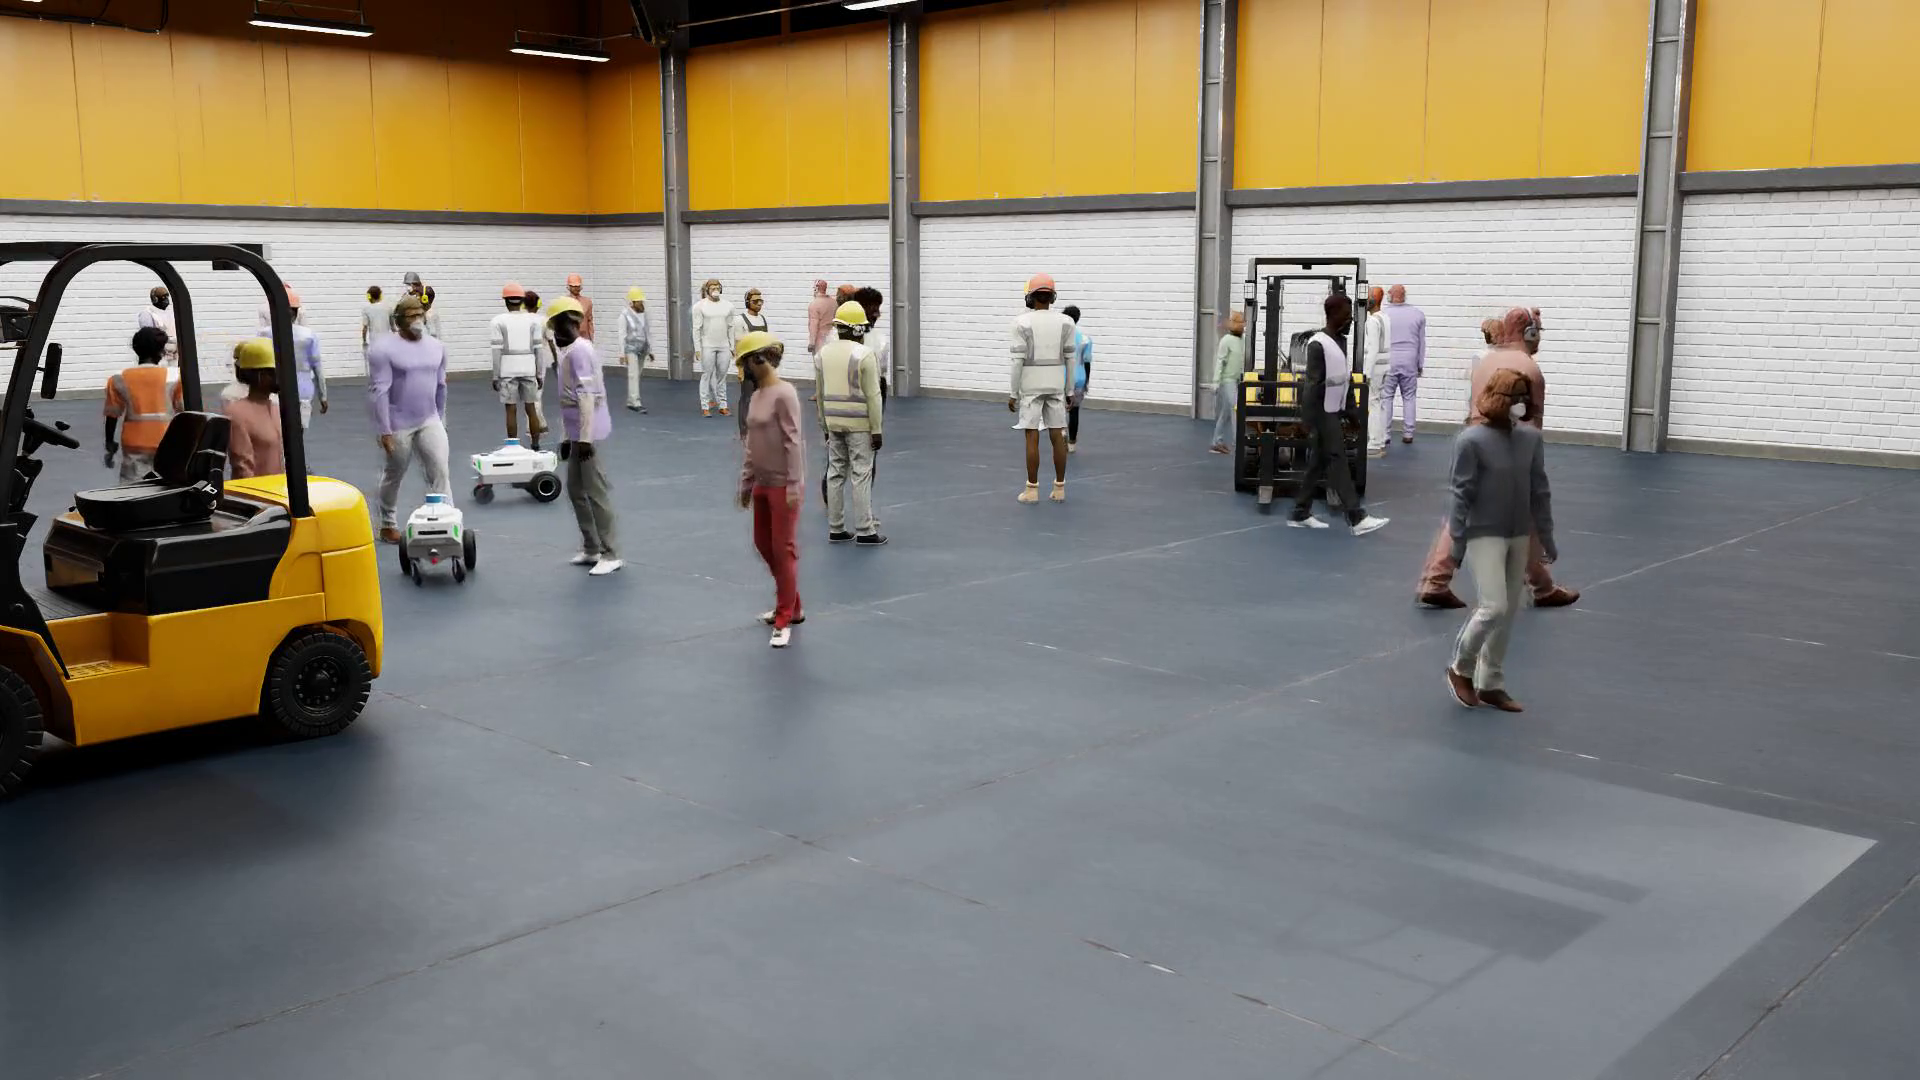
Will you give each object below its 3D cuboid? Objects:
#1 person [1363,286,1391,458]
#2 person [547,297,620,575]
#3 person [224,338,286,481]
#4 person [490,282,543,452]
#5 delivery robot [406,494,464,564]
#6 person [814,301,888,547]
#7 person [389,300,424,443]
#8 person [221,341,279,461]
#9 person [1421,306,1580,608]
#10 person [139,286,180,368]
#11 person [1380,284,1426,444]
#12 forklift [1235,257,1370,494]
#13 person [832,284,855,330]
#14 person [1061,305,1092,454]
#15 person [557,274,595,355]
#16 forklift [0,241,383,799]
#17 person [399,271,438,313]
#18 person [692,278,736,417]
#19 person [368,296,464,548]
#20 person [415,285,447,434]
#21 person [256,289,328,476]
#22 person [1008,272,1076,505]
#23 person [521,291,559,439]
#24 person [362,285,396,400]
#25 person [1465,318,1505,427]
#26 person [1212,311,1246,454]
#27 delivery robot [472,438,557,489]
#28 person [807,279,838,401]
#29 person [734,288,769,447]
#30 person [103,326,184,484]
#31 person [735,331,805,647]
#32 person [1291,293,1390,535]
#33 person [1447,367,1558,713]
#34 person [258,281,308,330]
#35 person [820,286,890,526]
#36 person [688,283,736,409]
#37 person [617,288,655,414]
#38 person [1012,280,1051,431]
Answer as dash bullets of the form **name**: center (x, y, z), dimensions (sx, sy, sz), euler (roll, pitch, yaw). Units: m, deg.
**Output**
- **person**: center (4.553, -1.843, 18.291), dimensions (0.337, 1.883, 0.584), euler (5, 10, 27)
- **person**: center (-2.582, -0.714, 11.402), dimensions (0.407, 1.878, 0.689), euler (-3, 10, -18)
- **person**: center (-3.604, -0.176, 8.573), dimensions (0.921, 1.723, 0.519), euler (2, 10, 14)
- **person**: center (-4.758, -1.796, 17.850), dimensions (0.551, 1.932, 0.378), euler (-5, 11, -30)
- **delivery robot**: center (-3.522, -0.068, 11.164), dimensions (0.477, 0.478, 0.707), euler (-2, 10, -15)
- **person**: center (-0.803, -0.862, 12.431), dimensions (0.588, 1.833, 0.404), euler (7, 12, 36)
- **person**: center (-6.456, -1.979, 19.662), dimensions (0.519, 1.702, 0.448), euler (8, 12, 41)
- **person**: center (-4.650, -0.524, 11.030), dimensions (0.489, 1.605, 0.531), euler (5, 11, 30)
- **person**: center (3.286, -0.486, 10.101), dimensions (1.016, 1.851, 0.653), euler (-2, 10, -14)
- **person**: center (-10.482, -2.409, 21.895), dimensions (0.429, 1.841, 0.634), euler (1, 9, 8)
- **person**: center (5.167, -2.078, 19.733), dimensions (0.666, 1.888, 0.397), euler (1, 9, 4)
- **forklift**: center (3.309, -1.629, 16.029), dimensions (1.214, 2.155, 2.313), euler (2, 9, 11)
- **person**: center (-1.370, -2.148, 20.168), dimensions (0.351, 1.882, 0.582), euler (-6, 11, -34)
- **person**: center (1.204, -1.760, 18.405), dimensions (0.530, 1.676, 0.685), euler (0, 9, -2)
- **person**: center (-6.012, -3.164, 26.050), dimensions (0.616, 1.993, 0.395), euler (-6, 11, -34)
- **forklift**: center (-3.706, -0.171, 7.093), dimensions (1.214, 2.155, 2.313), euler (9, 13, 43)
- **person**: center (-8.896, -3.363, 27.133), dimensions (0.688, 2.000, 0.536), euler (2, 10, 15)
- **person**: center (-3.434, -2.687, 23.296), dimensions (0.637, 1.938, 0.357), euler (-6, 11, -32)
- **person**: center (-4.046, -0.856, 12.284), dimensions (1.055, 1.878, 0.634), euler (9, 13, 44)
- **person**: center (-6.564, -2.217, 20.629), dimensions (0.311, 1.869, 0.530), euler (-3, 10, -15)
- **person**: center (-6.124, -1.358, 15.296), dimensions (0.567, 1.881, 1.013), euler (-1, 9, -6)
- **person**: center (0.711, -1.332, 14.674), dimensions (0.615, 2.041, 0.392), euler (-3, 10, -18)
- **person**: center (-5.224, -2.153, 20.478), dimensions (0.548, 1.811, 1.032), euler (0, 9, 2)
- **person**: center (-8.983, -3.037, 25.815), dimensions (0.546, 1.824, 0.940), euler (-9, 13, -44)
- **person**: center (4.662, -1.116, 14.579), dimensions (0.514, 1.642, 0.310), euler (-5, 10, -26)
- **person**: center (3.102, -1.721, 18.411), dimensions (0.812, 1.593, 0.522), euler (9, 13, 44)
- **delivery robot**: center (-3.976, -0.665, 14.845), dimensions (0.707, 0.478, 0.477), euler (-4, 10, -22)
- **person**: center (-2.187, -3.136, 26.144), dimensions (0.403, 1.911, 0.637), euler (6, 11, 33)
- **person**: center (-2.398, -2.002, 19.384), dimensions (0.345, 1.846, 0.506), euler (7, 12, 37)
- **person**: center (-5.571, -0.626, 11.448), dimensions (0.606, 1.673, 0.520), euler (-3, 10, -18)
- **person**: center (-1.014, -0.299, 9.326), dimensions (0.393, 1.722, 0.660), euler (-6, 11, -33)
- **person**: center (2.996, -0.979, 13.028), dimensions (0.896, 1.878, 0.617), euler (6, 11, 33)
- **person**: center (2.537, 0.007, 7.750), dimensions (0.511, 1.620, 0.334), euler (-5, 10, -28)
- **person**: center (-9.433, -2.668, 23.283), dimensions (0.652, 1.906, 0.403), euler (-2, 10, -13)
- **person**: center (-0.883, -1.099, 13.577), dimensions (0.637, 1.936, 0.809), euler (-6, 11, -32)
- **person**: center (-3.605, -2.815, 24.281), dimensions (0.714, 1.885, 1.036), euler (-5, 10, -26)
- **person**: center (-4.665, -2.716, 23.966), dimensions (0.630, 1.798, 0.611), euler (6, 11, 33)
- **person**: center (0.936, -2.359, 21.317), dimensions (0.371, 1.928, 0.585), euler (-9, 13, -43)
